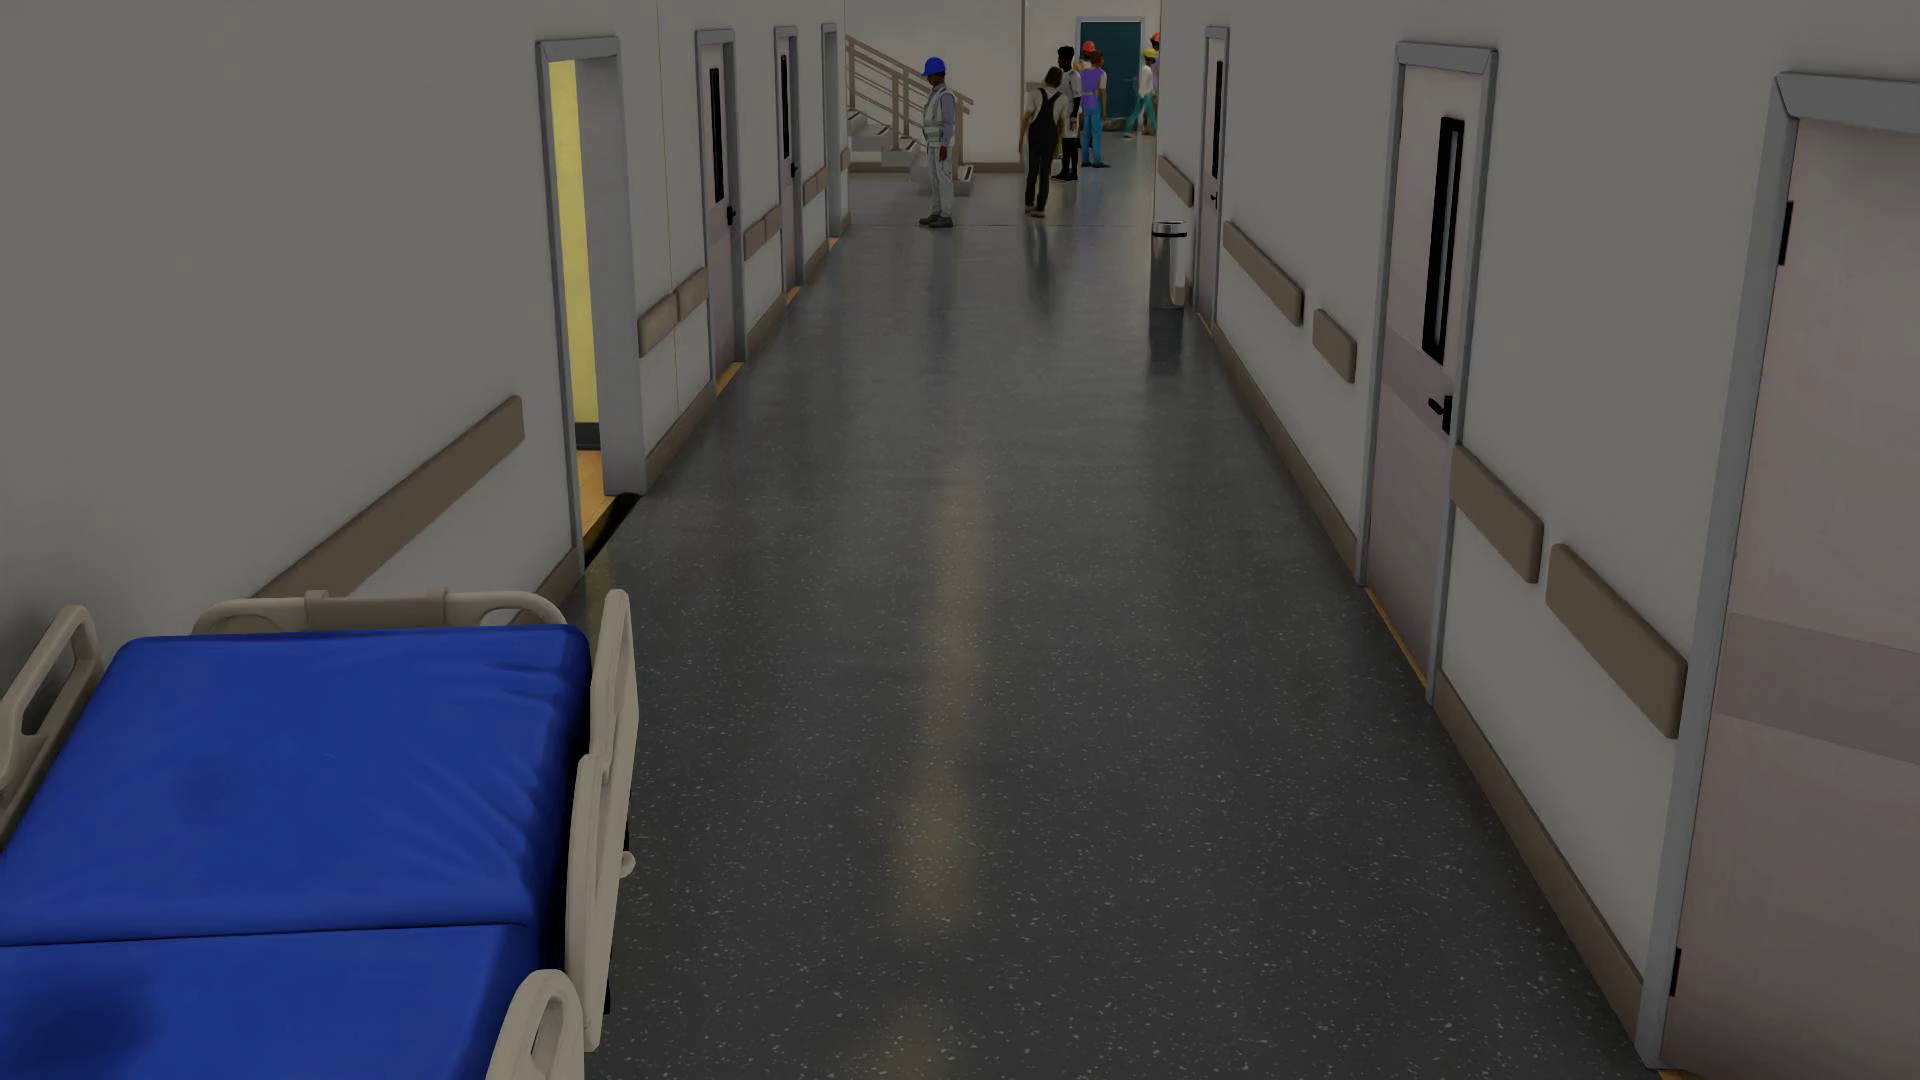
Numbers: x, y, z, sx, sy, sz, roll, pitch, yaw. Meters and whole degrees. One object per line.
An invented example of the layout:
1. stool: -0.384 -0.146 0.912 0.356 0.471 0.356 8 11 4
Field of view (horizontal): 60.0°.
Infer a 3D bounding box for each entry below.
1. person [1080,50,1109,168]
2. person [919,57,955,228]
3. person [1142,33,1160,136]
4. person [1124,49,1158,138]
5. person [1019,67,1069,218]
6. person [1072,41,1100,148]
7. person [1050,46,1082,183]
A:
1. person: 2.144 -6.954 26.866 0.393 1.846 0.564 -14 22 -37
2. person: -0.254 -4.631 19.412 0.395 1.940 0.601 -6 19 -19
3. person: 3.949 -9.236 33.743 0.404 2.030 0.614 -11 21 -31
4. person: 3.731 -8.862 33.066 0.927 1.718 0.539 1 18 2
5. person: 1.027 -4.887 20.457 0.604 1.790 0.683 1 18 2
6. person: 2.331 -8.205 30.664 0.546 1.930 0.393 -4 18 -14
7. person: 1.577 -6.272 24.536 0.361 1.957 0.613 -6 19 -18
